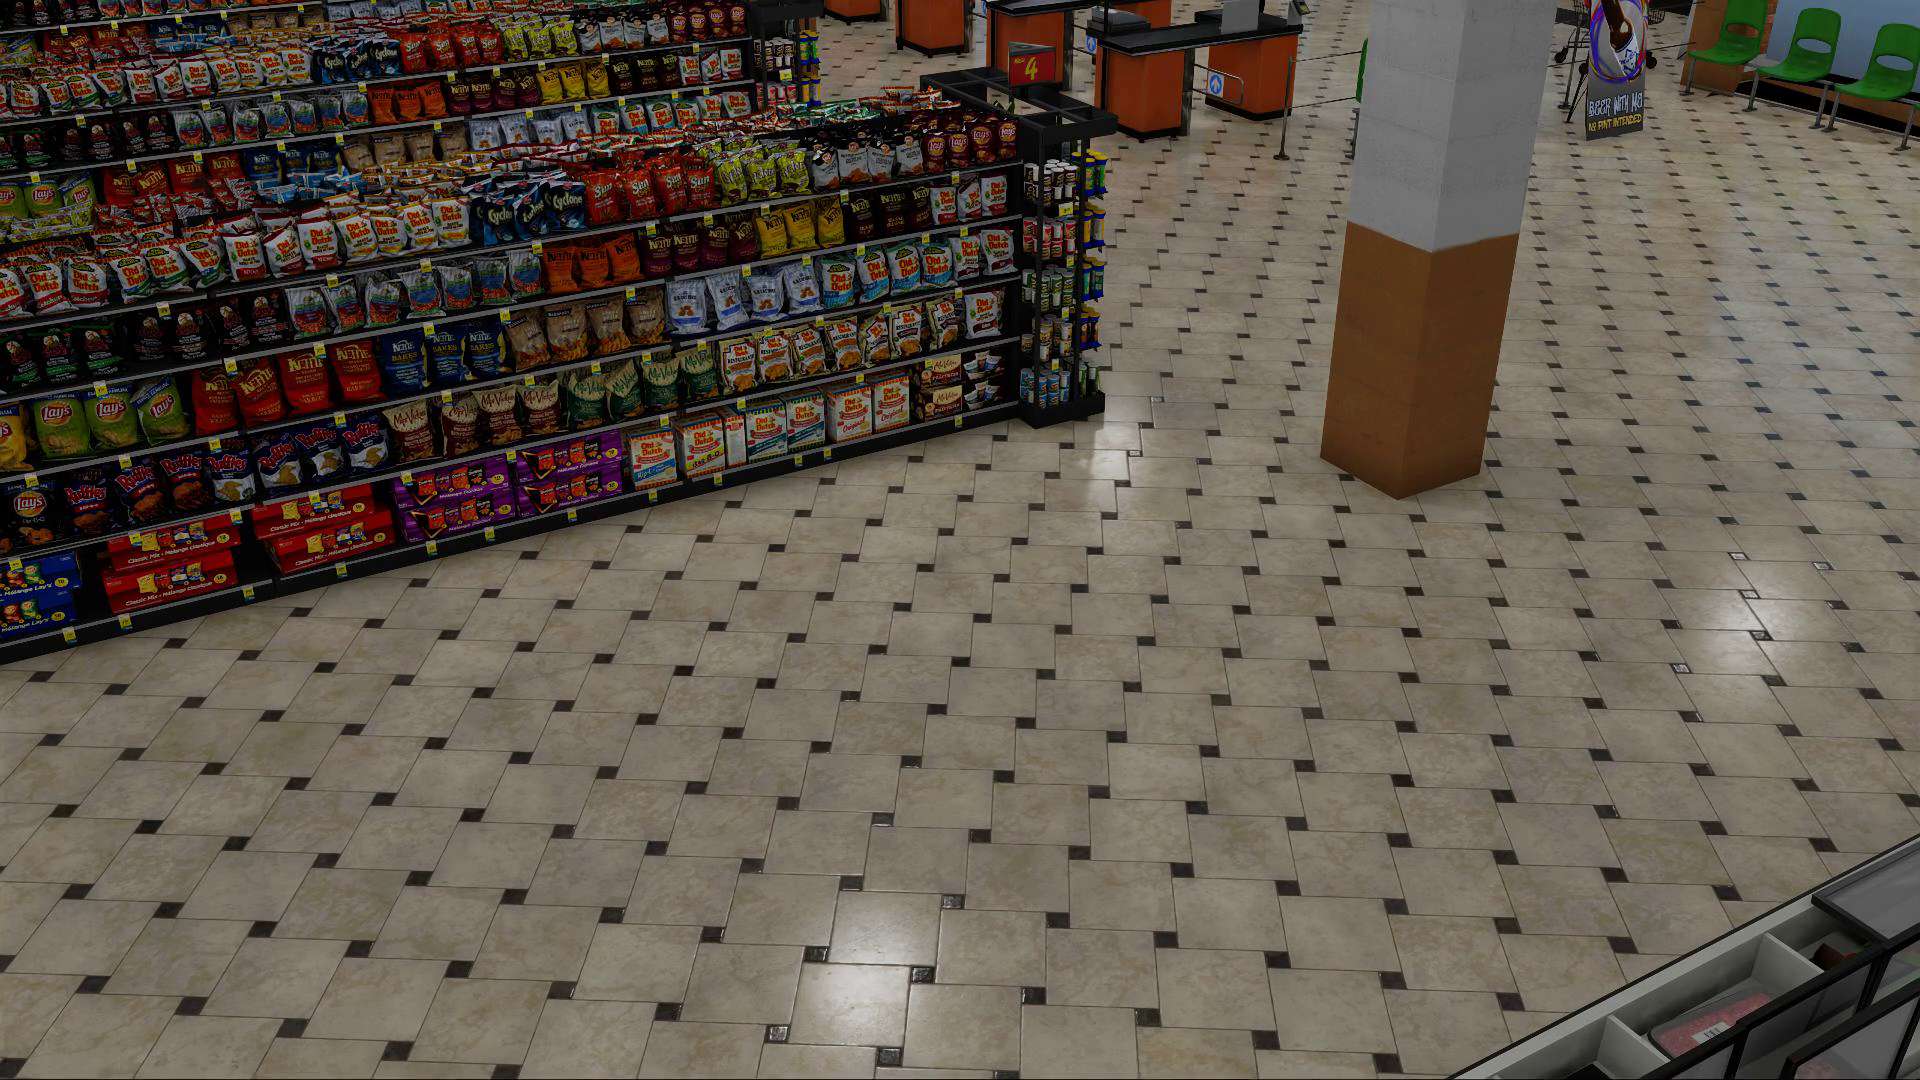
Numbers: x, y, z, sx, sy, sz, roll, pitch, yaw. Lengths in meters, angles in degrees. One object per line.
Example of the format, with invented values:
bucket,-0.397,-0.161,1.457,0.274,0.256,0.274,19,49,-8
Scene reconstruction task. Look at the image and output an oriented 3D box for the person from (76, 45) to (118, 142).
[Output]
person,-7.338,-3.549,14.503,0.661,1.534,0.788,20,34,32
